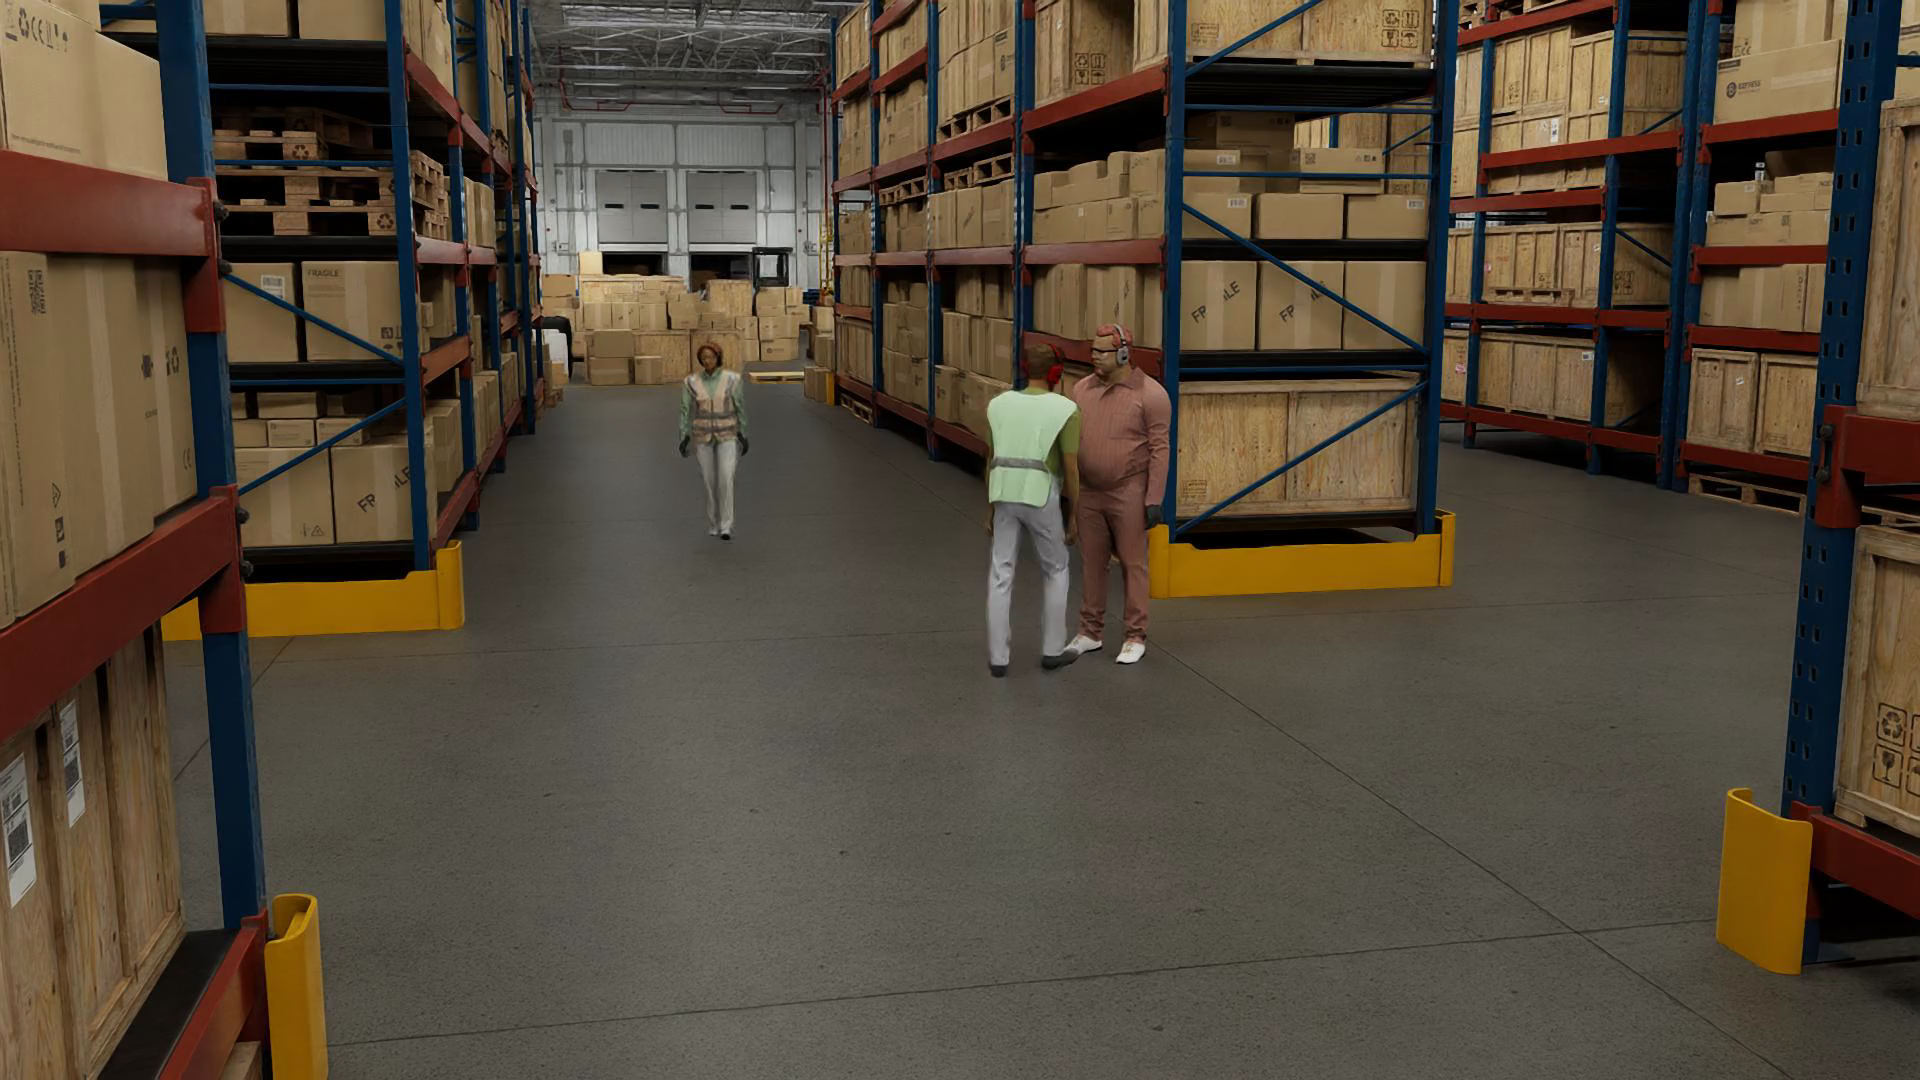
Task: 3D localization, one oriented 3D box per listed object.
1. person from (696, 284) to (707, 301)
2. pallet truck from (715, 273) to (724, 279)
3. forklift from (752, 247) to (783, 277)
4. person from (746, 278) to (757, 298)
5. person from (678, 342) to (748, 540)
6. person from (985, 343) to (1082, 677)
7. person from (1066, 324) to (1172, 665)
[{"bbox_3d":[-9.752,-8.895,62.952,0.594,1.598,0.652,2,9,10],"label":"person"},{"bbox_3d":[-8.580,-8.986,62.280,1.885,1.965,0.823,1,9,5],"label":"pallet truck"},{"bbox_3d":[-5.819,-7.508,50.585,1.129,2.768,1.873,-3,10,-18],"label":"forklift"},{"bbox_3d":[-6.190,-6.643,48.254,0.645,1.918,0.596,-5,11,-29],"label":"person"},{"bbox_3d":[-2.012,-0.789,13.486,0.548,1.599,0.803,0,9,0],"label":"person"},{"bbox_3d":[0.397,-0.163,9.101,0.562,1.804,0.609,4,10,25],"label":"person"},{"bbox_3d":[0.856,-0.256,9.357,0.643,1.905,0.399,7,12,37],"label":"person"}]
